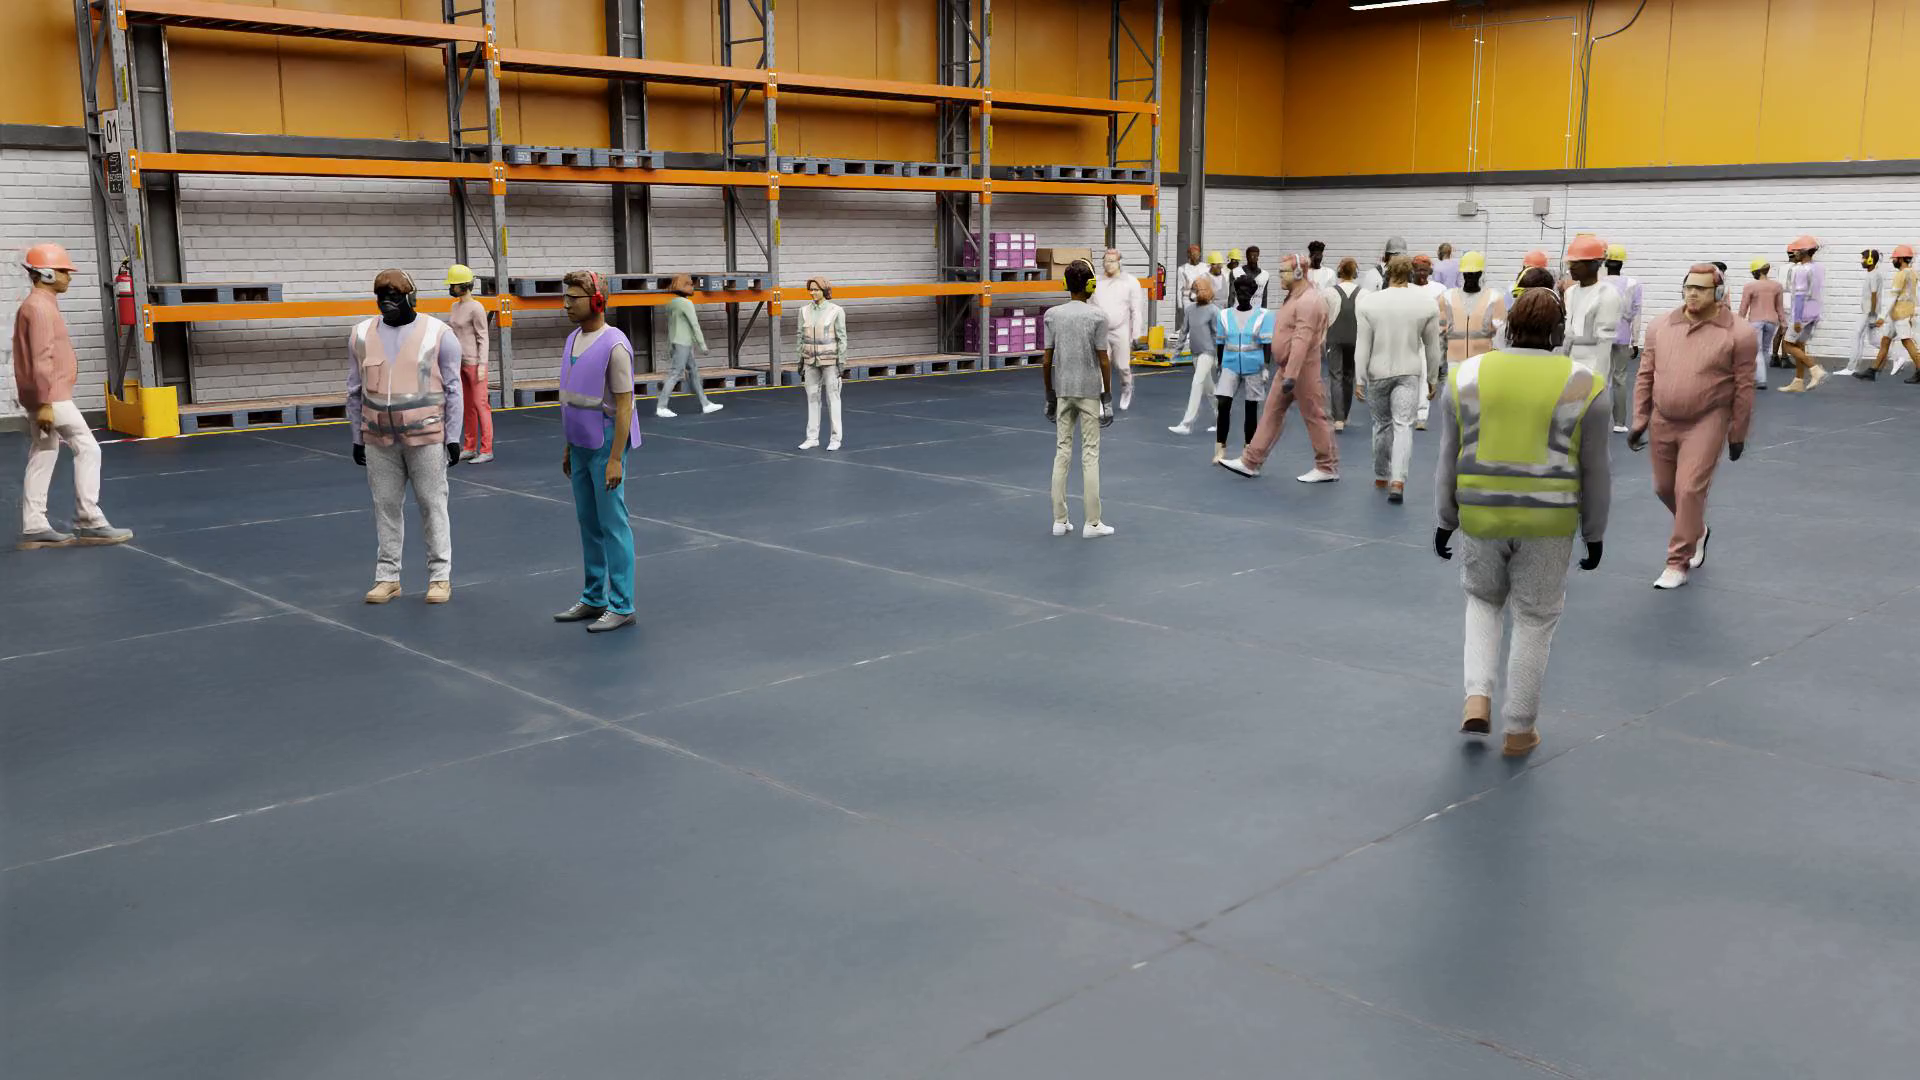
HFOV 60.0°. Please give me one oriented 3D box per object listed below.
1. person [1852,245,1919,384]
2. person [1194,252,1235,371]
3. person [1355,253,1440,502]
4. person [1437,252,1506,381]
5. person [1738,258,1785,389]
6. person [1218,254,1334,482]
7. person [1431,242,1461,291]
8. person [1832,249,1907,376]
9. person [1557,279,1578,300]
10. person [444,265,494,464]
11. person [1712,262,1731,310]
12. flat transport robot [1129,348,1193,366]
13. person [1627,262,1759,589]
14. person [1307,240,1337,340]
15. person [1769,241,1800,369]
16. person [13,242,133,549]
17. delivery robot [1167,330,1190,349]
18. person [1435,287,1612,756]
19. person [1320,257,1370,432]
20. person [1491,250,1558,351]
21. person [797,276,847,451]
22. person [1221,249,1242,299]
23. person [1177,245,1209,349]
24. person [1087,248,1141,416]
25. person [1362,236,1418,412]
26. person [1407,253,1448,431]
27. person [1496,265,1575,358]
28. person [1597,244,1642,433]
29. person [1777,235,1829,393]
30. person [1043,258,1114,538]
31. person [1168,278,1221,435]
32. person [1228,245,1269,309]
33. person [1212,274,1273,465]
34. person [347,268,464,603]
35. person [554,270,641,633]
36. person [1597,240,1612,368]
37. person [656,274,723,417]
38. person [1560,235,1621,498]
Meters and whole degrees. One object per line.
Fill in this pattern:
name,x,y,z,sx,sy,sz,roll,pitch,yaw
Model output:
person,12.902,-3.093,22.850,0.986,1.893,0.563,9,14,40
person,3.722,-3.295,24.220,0.587,1.785,0.934,-6,12,-31
person,3.366,-1.254,12.836,0.650,1.894,1.031,2,11,12
person,4.577,-1.641,14.940,0.608,1.871,0.983,4,11,22
person,10.625,-2.870,22.075,0.592,1.706,0.816,0,10,0
person,2.644,-1.386,13.580,0.965,1.856,0.678,-1,10,-4
person,7.788,-3.797,26.611,0.637,1.911,0.867,-9,14,-40
person,13.187,-3.267,23.956,0.865,1.836,0.554,6,12,31
person,6.011,-1.790,16.534,0.516,1.583,0.890,-4,11,-21
person,-4.378,-1.556,14.787,0.525,1.765,0.329,10,14,44
person,9.886,-2.816,21.883,0.541,1.672,0.482,-3,11,-17
flat transport robot,3.290,-2.866,26.002,0.652,0.197,1.431,10,14,43
person,4.304,-0.687,9.760,0.872,1.875,0.639,-9,14,-42
person,4.667,-2.970,21.971,0.635,1.951,0.420,-1,10,-5
person,12.661,-3.576,25.354,0.383,1.929,0.545,0,10,-2
person,-5.782,-0.929,10.799,0.785,1.964,0.654,-7,12,-33
delivery robot,3.711,-3.293,27.298,0.477,0.478,0.707,9,14,41
person,2.187,-0.064,6.476,0.649,1.823,0.458,6,12,29
person,3.990,-2.027,17.284,0.511,1.804,0.937,0,10,1
person,5.642,-1.969,16.745,1.005,1.861,0.616,-9,13,-39
person,-1.303,-1.658,15.680,0.517,1.639,0.313,5,12,26
person,4.464,-3.963,27.807,0.614,1.803,0.603,-3,11,-16
person,3.837,-3.893,27.236,0.605,1.869,0.566,0,10,-2
person,1.756,-2.379,18.973,0.651,1.881,0.857,3,11,18
person,4.934,-2.434,18.817,0.713,2.000,0.792,-1,10,-7
person,4.844,-2.103,17.585,0.611,1.849,0.939,2,11,12
person,3.210,-0.622,9.454,0.497,1.853,0.383,-2,11,-9
person,6.667,-2.057,17.066,0.584,1.928,0.372,4,11,22
person,10.793,-2.857,21.188,0.619,2.029,0.566,-9,14,-41
person,0.804,-0.945,11.180,0.509,1.867,0.329,6,12,29
person,2.473,-1.880,17.025,0.845,1.591,0.505,-6,12,-28
person,4.049,-3.216,23.516,0.598,1.889,0.889,-1,10,-5
person,2.483,-1.482,14.594,0.546,1.676,0.527,4,11,22
person,-3.050,-0.561,9.144,0.627,1.843,0.429,0,10,2
person,-1.860,-0.457,8.568,0.389,1.846,0.567,-9,14,-41
person,9.668,-3.626,25.551,0.615,1.963,0.922,-9,14,-39
person,-3.082,-2.185,18.693,0.859,1.590,0.498,-6,12,-29
person,4.682,-1.266,12.499,0.451,2.029,0.605,-3,11,-15
